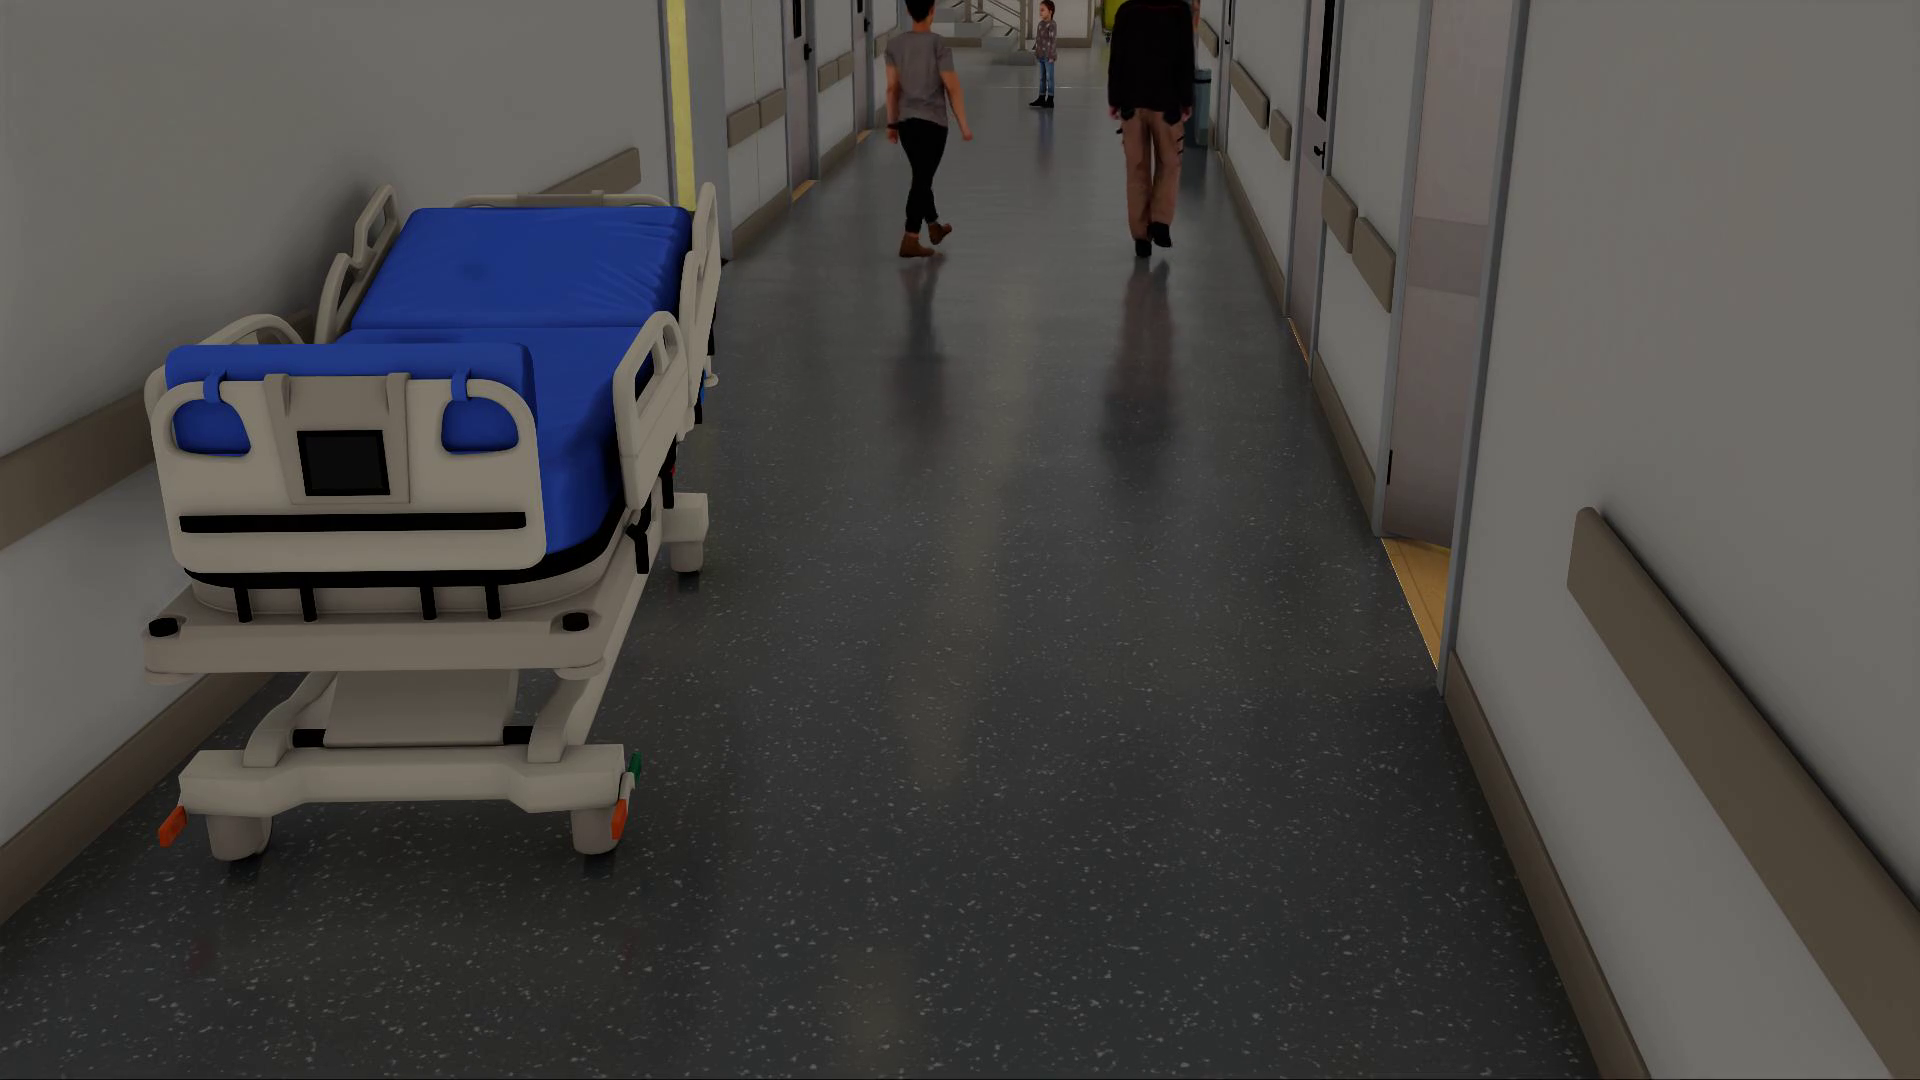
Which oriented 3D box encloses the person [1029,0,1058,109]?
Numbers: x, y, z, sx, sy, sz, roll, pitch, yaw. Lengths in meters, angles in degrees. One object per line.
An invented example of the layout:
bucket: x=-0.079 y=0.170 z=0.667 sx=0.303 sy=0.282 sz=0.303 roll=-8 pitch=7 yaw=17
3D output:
person: x=0.997 y=-5.609 z=19.181 sx=0.607 sy=1.194 sz=0.554 roll=-15 pitch=25 yaw=-34

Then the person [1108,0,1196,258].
person: x=1.223 y=-2.764 z=10.652 sx=0.599 sy=1.915 sz=0.756 roll=2 pitch=21 yaw=5

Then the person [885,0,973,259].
person: x=-0.299 y=-2.655 z=10.702 sx=1.068 sy=1.676 sz=1.005 roll=14 pitch=25 yaw=33
